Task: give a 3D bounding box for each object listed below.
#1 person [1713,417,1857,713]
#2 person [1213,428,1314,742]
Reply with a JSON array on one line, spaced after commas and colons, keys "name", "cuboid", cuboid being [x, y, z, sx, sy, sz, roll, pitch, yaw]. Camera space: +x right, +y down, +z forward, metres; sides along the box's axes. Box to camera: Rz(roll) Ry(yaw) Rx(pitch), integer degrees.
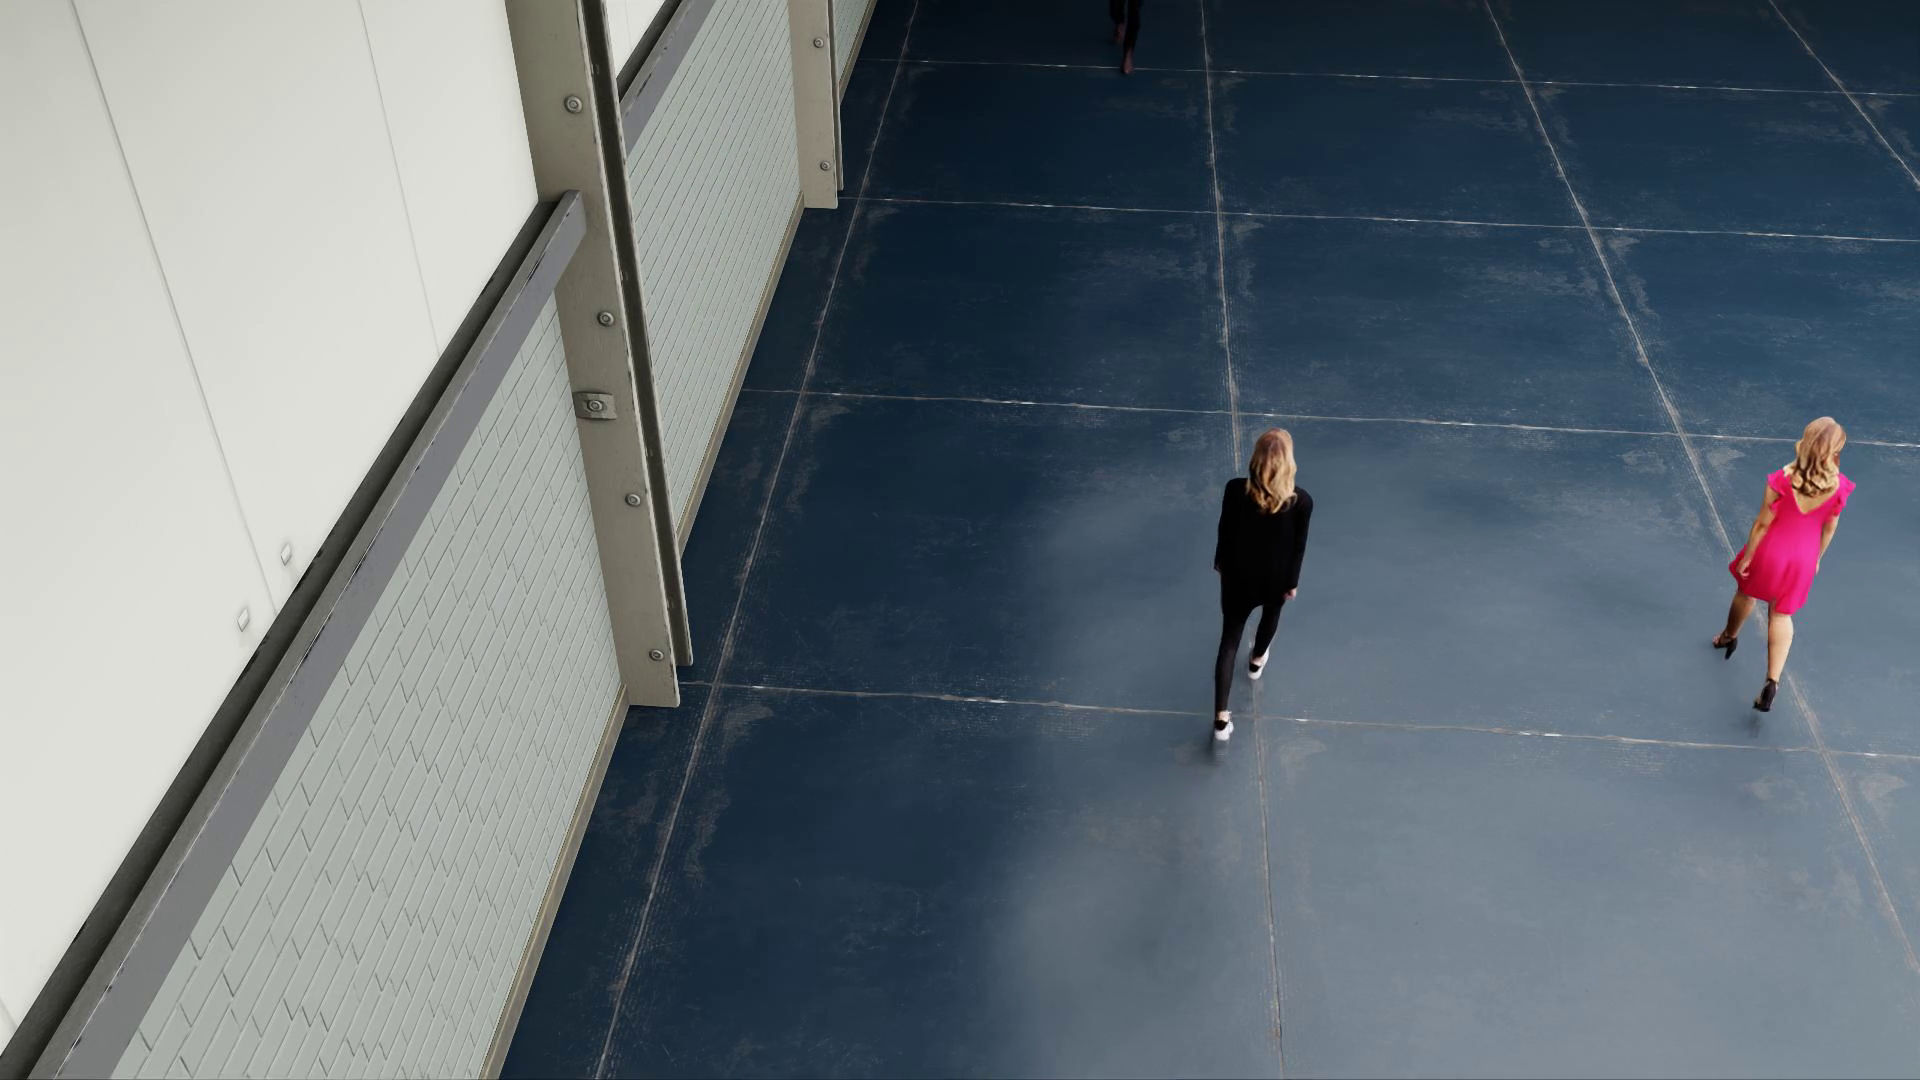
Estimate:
[{"name": "person", "cuboid": [4.339, 0.154, 8.741, 0.655, 1.696, 1.021, 9, 39, 11]}, {"name": "person", "cuboid": [1.502, 0.256, 8.555, 0.802, 1.766, 1.223, 11, 39, 14]}]
